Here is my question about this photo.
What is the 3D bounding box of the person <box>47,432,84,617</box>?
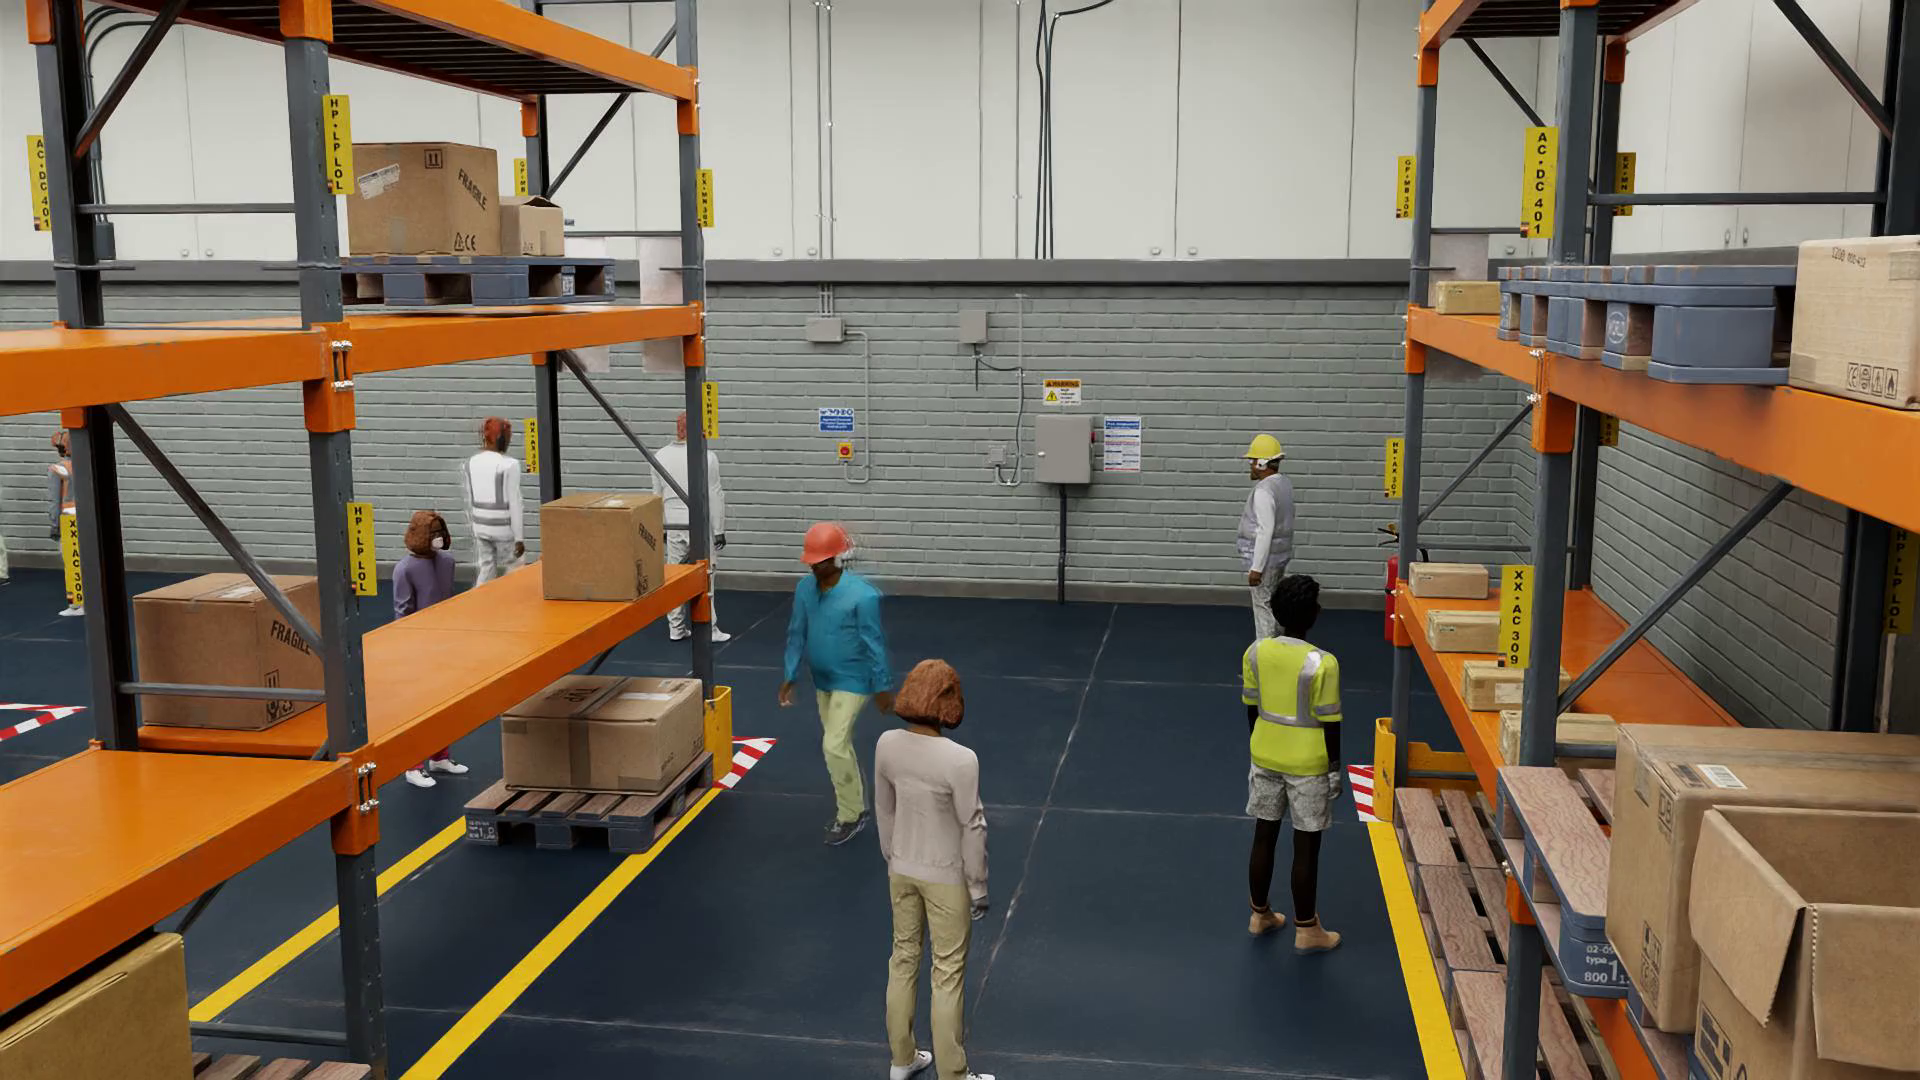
[{"bbox_3d":[-7.775,-0.141,14.633,0.317,1.629,0.509,2,10,15],"label":"person"}]

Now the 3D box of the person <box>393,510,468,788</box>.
[{"bbox_3d":[-3.141,0.629,9.866,0.266,1.631,0.507,4,10,22],"label":"person"}]

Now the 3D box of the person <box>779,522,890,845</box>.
[{"bbox_3d":[-0.682,0.749,8.863,0.570,1.722,0.581,9,13,44],"label":"person"}]

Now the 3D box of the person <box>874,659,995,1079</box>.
[{"bbox_3d":[-0.100,1.239,6.110,0.499,1.633,0.289,8,12,39],"label":"person"}]

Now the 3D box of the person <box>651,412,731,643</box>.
[{"bbox_3d":[-2.176,-0.100,13.552,0.639,1.901,0.406,4,10,24],"label":"person"}]

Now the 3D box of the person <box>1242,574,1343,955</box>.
[{"bbox_3d":[1.490,0.992,7.430,0.318,1.700,0.534,-8,12,-39],"label":"person"}]

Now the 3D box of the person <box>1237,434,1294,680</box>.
[{"bbox_3d":[2.253,0.134,12.313,0.404,1.829,0.600,4,10,25],"label":"person"}]

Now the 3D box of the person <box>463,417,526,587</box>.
[{"bbox_3d":[-3.713,-0.070,13.453,0.630,1.857,0.645,4,10,24],"label":"person"}]

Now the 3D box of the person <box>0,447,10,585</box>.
[{"bbox_3d":[-9.446,-0.414,15.982,0.575,1.739,0.349,4,10,23],"label":"person"}]
